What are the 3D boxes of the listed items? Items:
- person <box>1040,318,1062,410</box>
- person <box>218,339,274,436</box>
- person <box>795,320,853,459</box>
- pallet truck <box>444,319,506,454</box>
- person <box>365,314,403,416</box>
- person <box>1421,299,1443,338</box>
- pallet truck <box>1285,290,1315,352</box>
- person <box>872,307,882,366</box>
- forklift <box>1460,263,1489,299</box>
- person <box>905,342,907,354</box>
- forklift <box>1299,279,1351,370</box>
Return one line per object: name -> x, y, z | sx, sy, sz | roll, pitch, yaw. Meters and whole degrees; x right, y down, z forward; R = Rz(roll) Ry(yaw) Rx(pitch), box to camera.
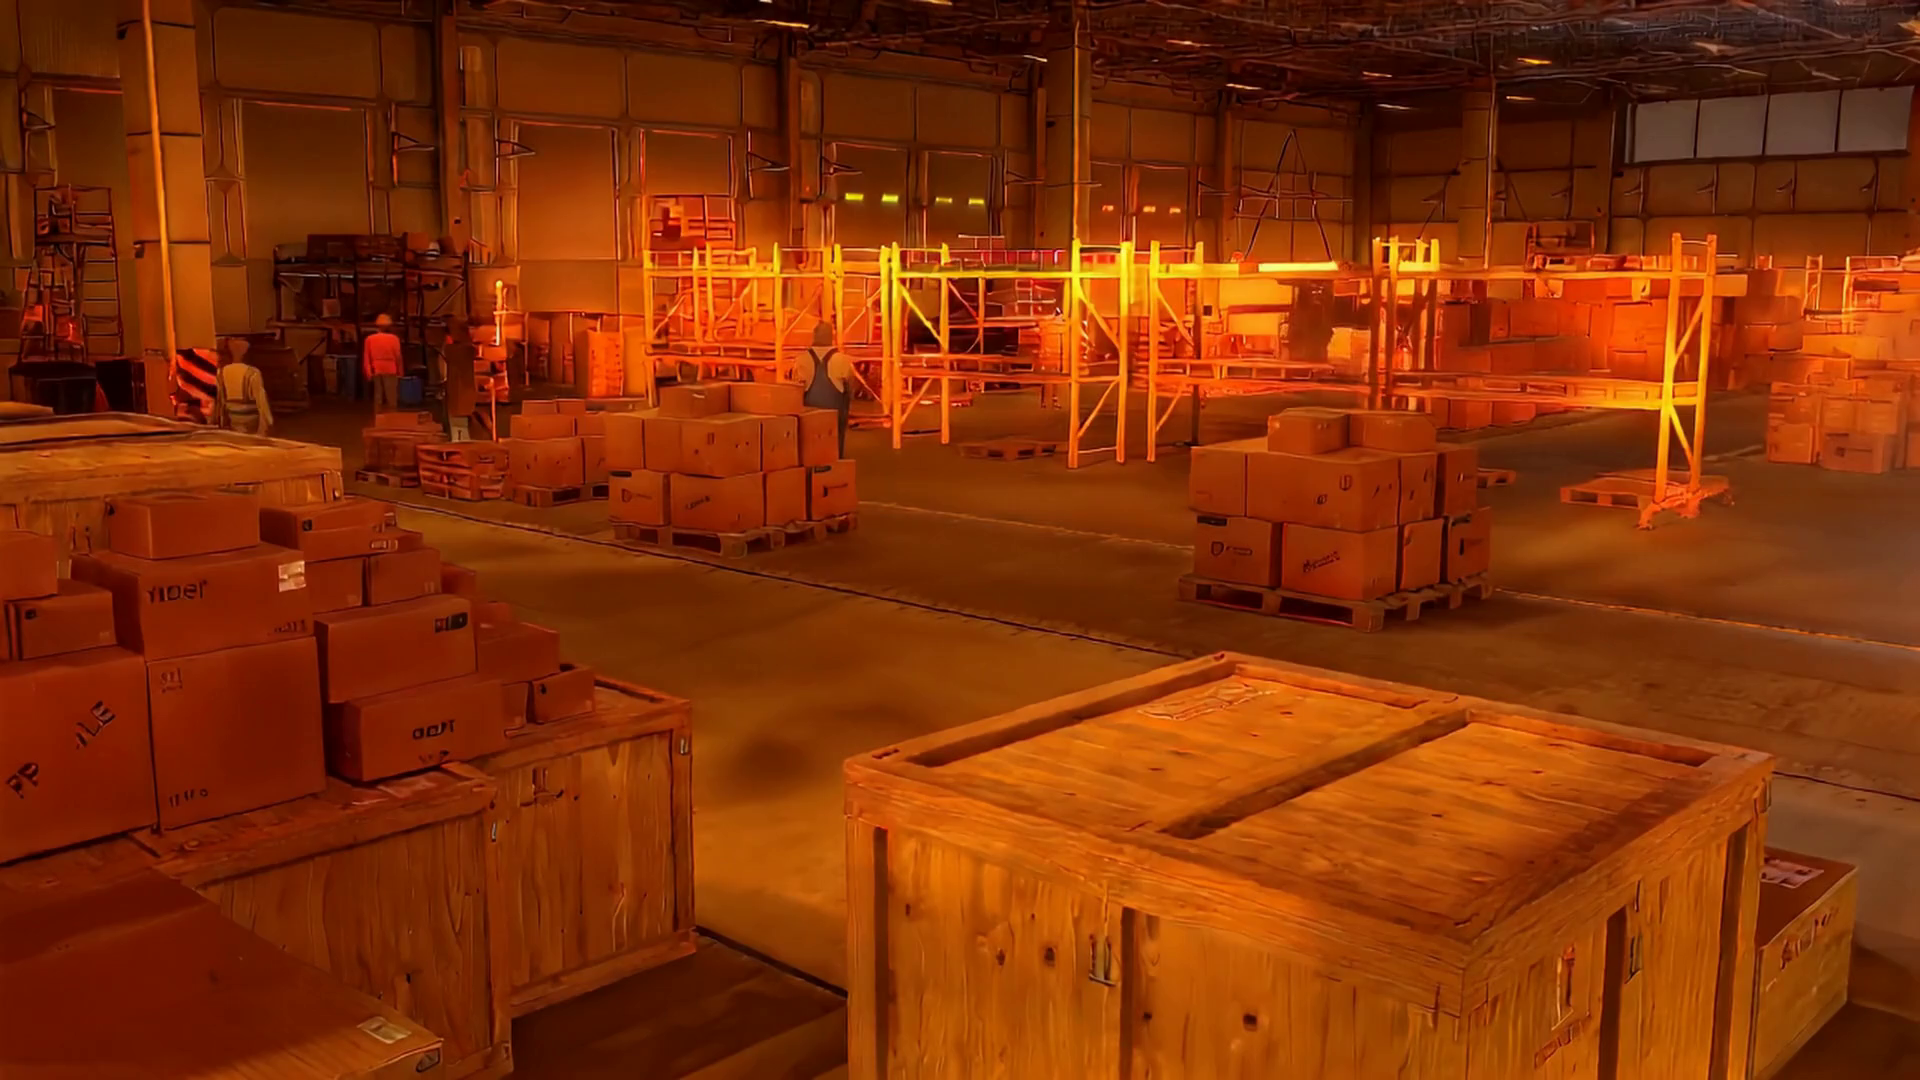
person -> 1.736, -3.333, 31.493 | 0.490, 1.734, 0.324 | -5, 11, -30
person -> -8.143, -1.344, 18.887 | 0.602, 1.865, 0.651 | 4, 10, 22
person -> -1.639, -1.652, 20.242 | 0.688, 2.000, 0.536 | 0, 9, 3
pallet truck -> -6.981, -1.942, 22.150 | 1.885, 1.965, 0.823 | 1, 9, 9
person -> -9.448, -2.756, 27.359 | 0.595, 1.923, 0.378 | 1, 9, 6
person -> 11.626, -4.964, 40.873 | 0.627, 1.936, 0.372 | 8, 12, 41
pallet truck -> 11.297, -6.951, 52.861 | 1.885, 1.965, 0.823 | -5, 11, -29
person -> -2.206, -5.400, 44.488 | 0.314, 1.632, 0.521 | -1, 9, -8
forklift -> 14.264, -6.317, 46.273 | 1.873, 2.768, 1.129 | -2, 10, -15
person -> -1.331, -5.716, 46.324 | 0.869, 1.644, 0.563 | -6, 11, -34
forklift -> 9.407, -5.936, 43.940 | 1.873, 2.768, 1.129 | -8, 12, -39
